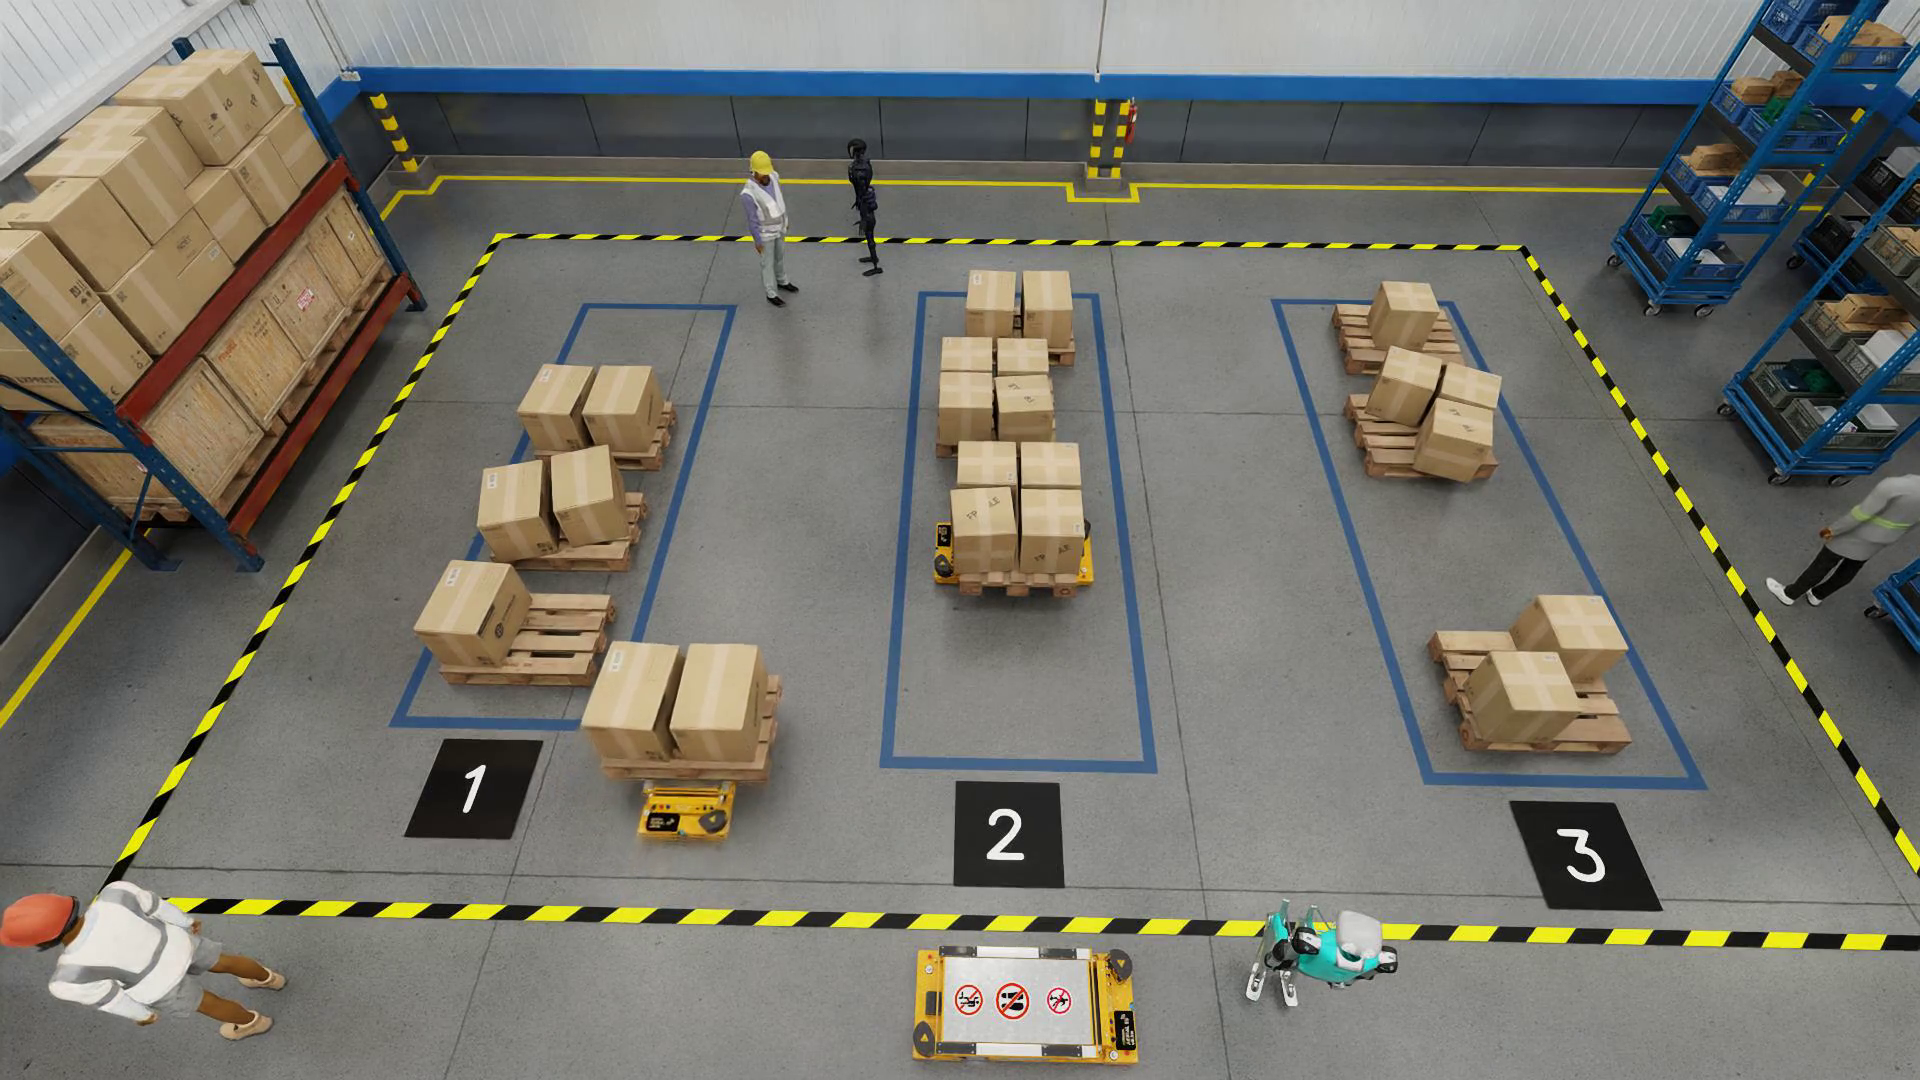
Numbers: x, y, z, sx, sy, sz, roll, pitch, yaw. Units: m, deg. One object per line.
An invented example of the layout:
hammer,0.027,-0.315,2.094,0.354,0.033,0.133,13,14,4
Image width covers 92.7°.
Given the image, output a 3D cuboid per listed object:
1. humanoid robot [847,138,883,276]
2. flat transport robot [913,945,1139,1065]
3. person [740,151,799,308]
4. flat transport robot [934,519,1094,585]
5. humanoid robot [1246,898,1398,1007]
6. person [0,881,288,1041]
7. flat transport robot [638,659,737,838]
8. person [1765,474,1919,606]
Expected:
humanoid robot,-1.125,-3.892,10.742,0.315,1.654,0.599,-7,51,-6
flat transport robot,0.422,3.041,6.007,1.431,0.231,0.659,1,51,1
person,-2.131,-3.513,10.342,0.403,1.826,0.593,22,54,17
flat transport robot,0.490,0.087,8.397,1.431,0.197,0.652,1,51,1
humanoid robot,2.115,2.378,5.513,0.533,1.677,0.735,10,52,8
person,-4.670,2.470,5.326,0.360,2.047,0.612,-2,51,-2
flat transport robot,-2.034,1.593,7.170,0.652,0.197,1.431,1,51,1
person,7.473,-0.100,7.545,0.587,1.853,0.390,4,51,3
